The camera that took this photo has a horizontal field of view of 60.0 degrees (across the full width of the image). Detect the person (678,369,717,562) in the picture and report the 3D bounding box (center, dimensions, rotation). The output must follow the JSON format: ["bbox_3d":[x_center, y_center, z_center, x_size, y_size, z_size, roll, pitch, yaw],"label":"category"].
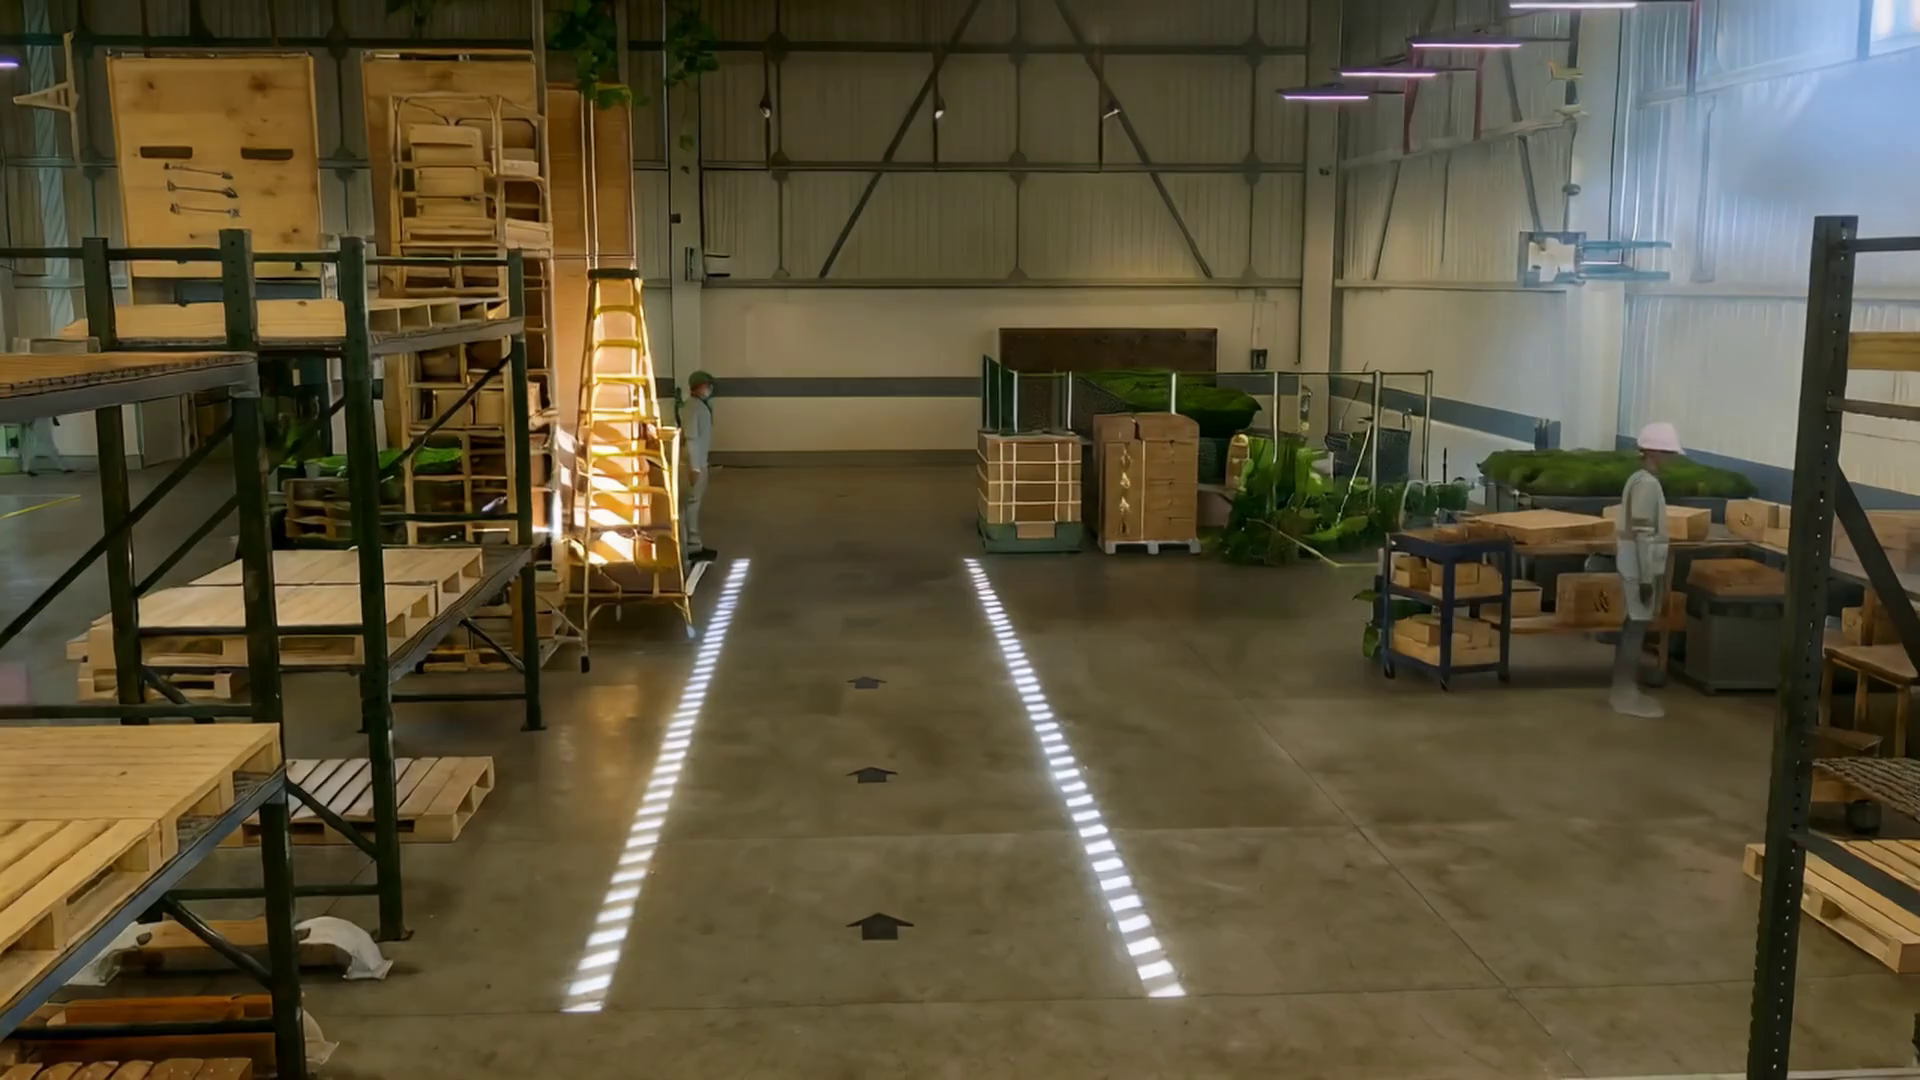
[{"bbox_3d":[-2.660,-0.755,16.831,0.370,1.936,0.627,-1,9,-3],"label":"person"}]

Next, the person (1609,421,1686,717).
[{"bbox_3d":[4.519,0.182,10.939,0.373,1.934,0.551,3,9,18],"label":"person"}]

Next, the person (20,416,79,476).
[{"bbox_3d":[-13.088,-1.694,23.768,0.849,1.592,0.527,-2,9,-11],"label":"person"}]

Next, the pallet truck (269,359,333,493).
[{"bbox_3d":[-7.062,-1.131,18.996,1.885,1.965,0.823,2,9,13],"label":"pallet truck"}]
